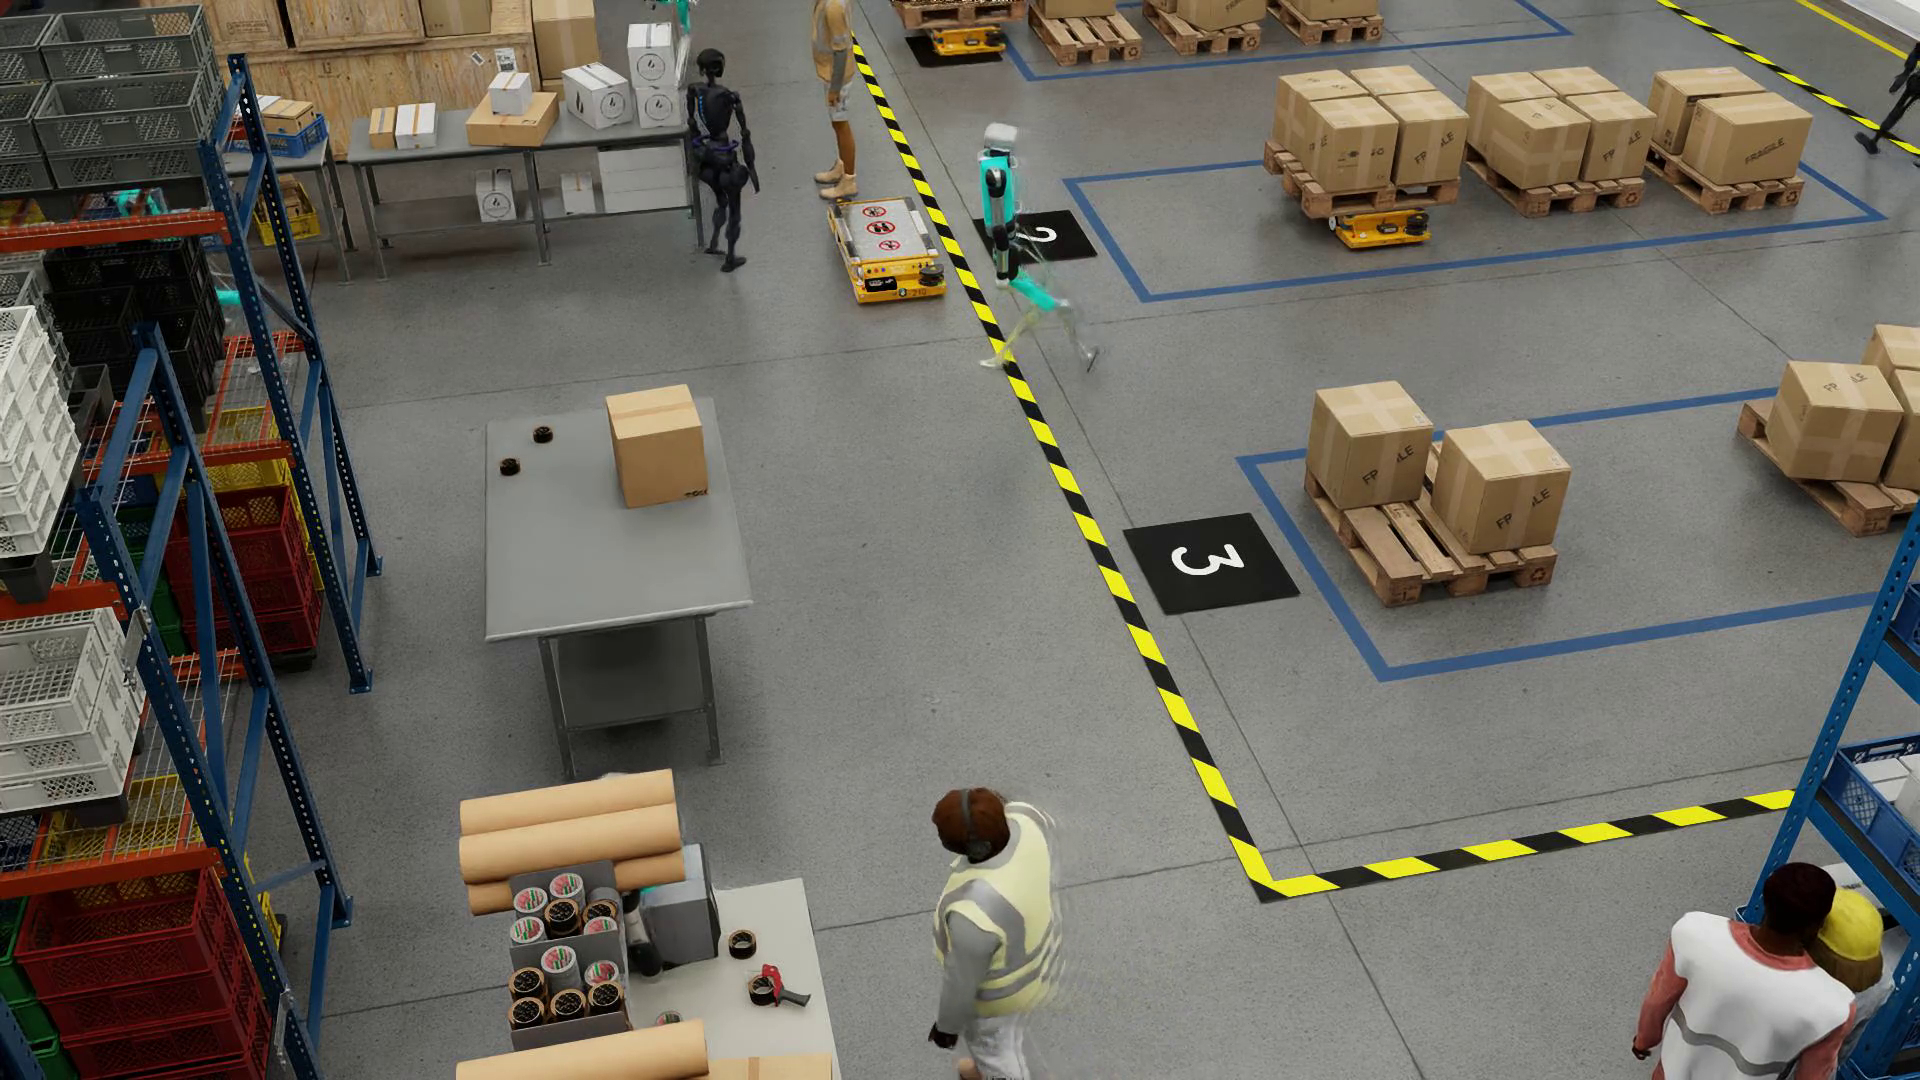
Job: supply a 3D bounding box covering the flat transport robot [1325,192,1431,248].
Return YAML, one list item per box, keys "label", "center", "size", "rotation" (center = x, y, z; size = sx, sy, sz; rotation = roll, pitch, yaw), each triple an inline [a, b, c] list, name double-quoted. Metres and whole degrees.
- label: "flat transport robot"
  center: [3.134, -2.740, 13.213]
  size: [0.652, 0.197, 1.431]
  rotation: [-8, 37, -10]

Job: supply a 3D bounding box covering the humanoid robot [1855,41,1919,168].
- label: "humanoid robot"
  center: [7.937, -3.865, 13.601]
  size: [0.588, 1.623, 0.774]
  rotation: [-14, 39, -18]

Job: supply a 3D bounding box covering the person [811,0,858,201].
- label: "person"
  center: [-1.016, -3.653, 12.988]
  size: [0.405, 2.031, 0.607]
  rotation: [-4, 37, -6]

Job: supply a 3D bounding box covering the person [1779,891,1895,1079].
- label: "person"
  center: [2.877, 1.855, 5.823]
  size: [0.485, 1.745, 0.294]
  rotation: [-10, 38, -13]

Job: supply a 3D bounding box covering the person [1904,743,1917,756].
- label: "person"
  center: [4.427, 0.746, 7.224]
  size: [0.371, 1.853, 0.589]
  rotation: [-6, 37, -8]

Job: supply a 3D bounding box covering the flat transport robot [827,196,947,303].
- label: "flat transport robot"
  center: [-0.570, -2.220, 12.538]
  size: [0.659, 0.231, 1.431]
  rotation: [-8, 37, -10]

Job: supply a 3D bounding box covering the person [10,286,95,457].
- label: "person"
  center: [-5.773, -1.279, 9.914]
  size: [0.957, 1.901, 0.538]
  rotation: [3, 37, 4]

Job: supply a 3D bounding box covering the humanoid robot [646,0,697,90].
- label: "humanoid robot"
  center: [-2.590, -5.088, 15.203]
  size: [0.533, 1.771, 1.030]
  rotation: [3, 37, 4]

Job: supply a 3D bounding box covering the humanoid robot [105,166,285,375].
- label: "humanoid robot"
  center: [-4.777, -1.698, 10.634]
  size: [0.974, 1.738, 0.532]
  rotation: [-22, 42, -27]

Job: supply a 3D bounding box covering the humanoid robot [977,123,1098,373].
- label: "humanoid robot"
  center: [0.558, -1.851, 10.846]
  size: [0.906, 1.798, 0.559]
  rotation: [-1, 37, -1]

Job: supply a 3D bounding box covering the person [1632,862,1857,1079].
- label: "person"
  center: [2.605, 1.831, 5.714]
  size: [0.590, 1.915, 0.380]
  rotation: [27, 44, 31]

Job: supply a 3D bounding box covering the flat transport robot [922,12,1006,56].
- label: "flat transport robot"
  center: [-0.032, -5.141, 16.440]
  size: [0.652, 0.197, 1.431]
  rotation: [-8, 37, -10]

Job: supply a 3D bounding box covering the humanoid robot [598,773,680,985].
- label: "humanoid robot"
  center: [-0.963, 1.521, 6.321]
  size: [1.043, 1.762, 0.553]
  rotation: [-8, 37, -10]

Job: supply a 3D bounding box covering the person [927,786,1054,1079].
- label: "person"
  center: [0.089, 1.568, 6.151]
  size: [0.515, 1.810, 0.686]
  rotation: [14, 39, 18]

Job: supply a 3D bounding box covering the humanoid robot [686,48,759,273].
- label: "humanoid robot"
  center: [-1.724, -2.761, 12.082]
  size: [0.589, 1.644, 0.335]
  rotation: [20, 41, 25]
